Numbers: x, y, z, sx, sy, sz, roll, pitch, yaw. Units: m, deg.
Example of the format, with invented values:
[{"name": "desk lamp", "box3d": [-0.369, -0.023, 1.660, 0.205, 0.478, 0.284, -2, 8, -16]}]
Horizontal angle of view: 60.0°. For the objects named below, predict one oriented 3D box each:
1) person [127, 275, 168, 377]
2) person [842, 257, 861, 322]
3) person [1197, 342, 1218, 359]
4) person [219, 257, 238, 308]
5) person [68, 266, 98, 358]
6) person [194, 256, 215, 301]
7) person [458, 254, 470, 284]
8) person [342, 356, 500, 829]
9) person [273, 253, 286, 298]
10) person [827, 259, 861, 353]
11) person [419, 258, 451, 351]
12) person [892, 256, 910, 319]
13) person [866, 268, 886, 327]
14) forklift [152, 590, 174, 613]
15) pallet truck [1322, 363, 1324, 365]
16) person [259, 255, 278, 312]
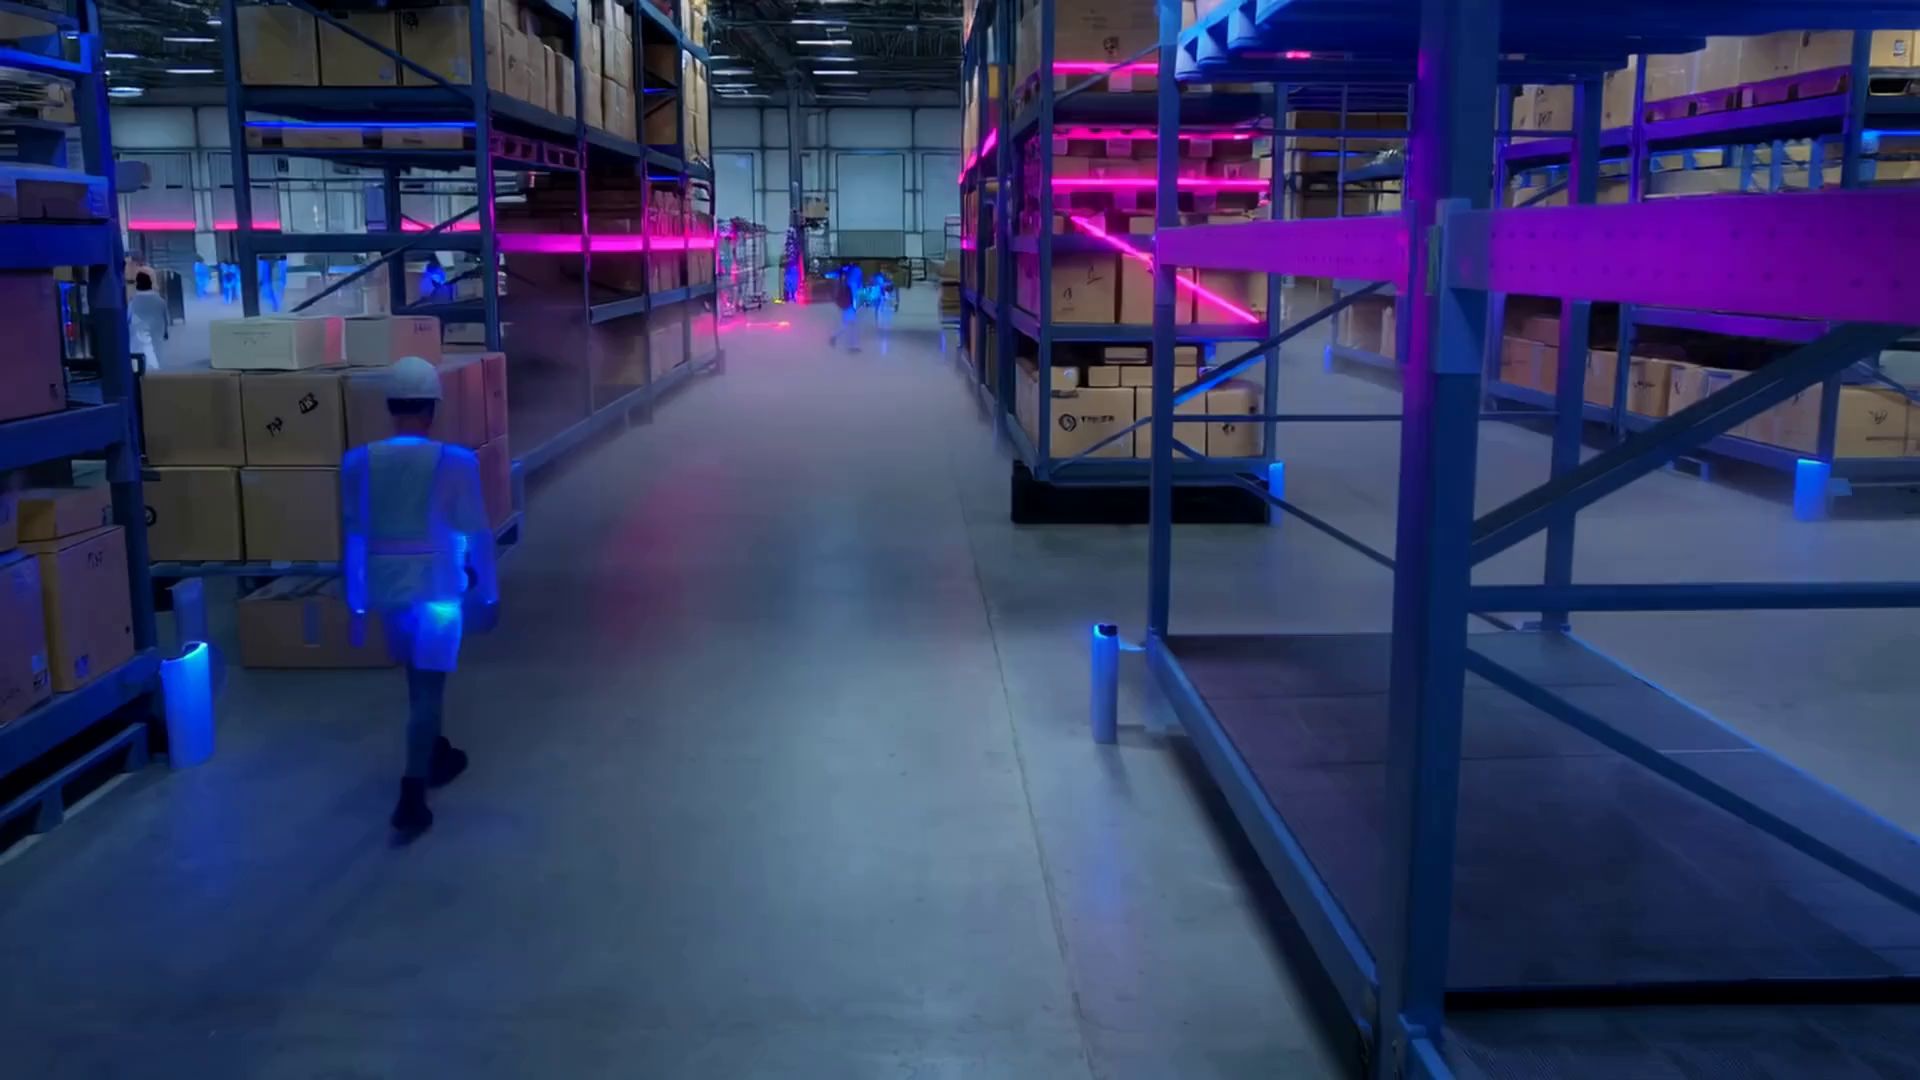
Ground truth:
[{"name": "person", "box3d": [-13.576, -3.500, 27.681, 0.925, 1.780, 0.589, 8, 13, 39]}, {"name": "person", "box3d": [-3.156, -7.280, 48.459, 0.573, 1.883, 0.355, -5, 11, -24]}, {"name": "person", "box3d": [3.352, -2.795, 23.715, 0.638, 1.792, 0.954, 0, 10, -2]}, {"name": "person", "box3d": [-26.075, -9.179, 59.301, 0.628, 1.797, 0.952, -4, 11, -22]}, {"name": "person", "box3d": [-16.730, -4.300, 31.752, 0.587, 1.920, 0.392, 2, 10, 10]}, {"name": "person", "box3d": [-29.775, -10.283, 65.447, 0.978, 1.788, 0.657, 2, 10, 12]}, {"name": "person", "box3d": [-18.964, -10.032, 63.806, 1.012, 1.882, 0.563, -9, 14, -42]}, {"name": "person", "box3d": [-2.204, 0.197, 6.809, 0.564, 1.889, 1.006, 0, 10, 0]}, {"name": "person", "box3d": [-28.255, -10.977, 68.981, 0.616, 1.904, 0.614, 4, 11, 21]}, {"name": "person", "box3d": [-2.450, -4.935, 35.107, 0.609, 1.980, 0.629, -1, 10, -6]}, {"name": "person", "box3d": [-10.155, -4.470, 32.360, 0.535, 2.000, 0.743, 3, 10, 14]}, {"name": "person", "box3d": [-1.702, -7.312, 48.550, 0.582, 1.919, 0.395, 6, 12, 30]}, {"name": "person", "box3d": [-2.290, -6.686, 45.897, 0.532, 1.612, 0.738, 3, 11, 15]}, {"name": "forklift", "box3d": [-5.858, -0.811, 9.639, 1.873, 2.768, 1.129, -1, 10, -3]}, {"name": "pallet truck", "box3d": [7.712, -4.157, 30.737, 1.885, 1.965, 0.823, 3, 11, 16]}, {"name": "person", "box3d": [-23.111, -8.488, 55.112, 0.900, 1.906, 0.655, -5, 11, -26]}]
